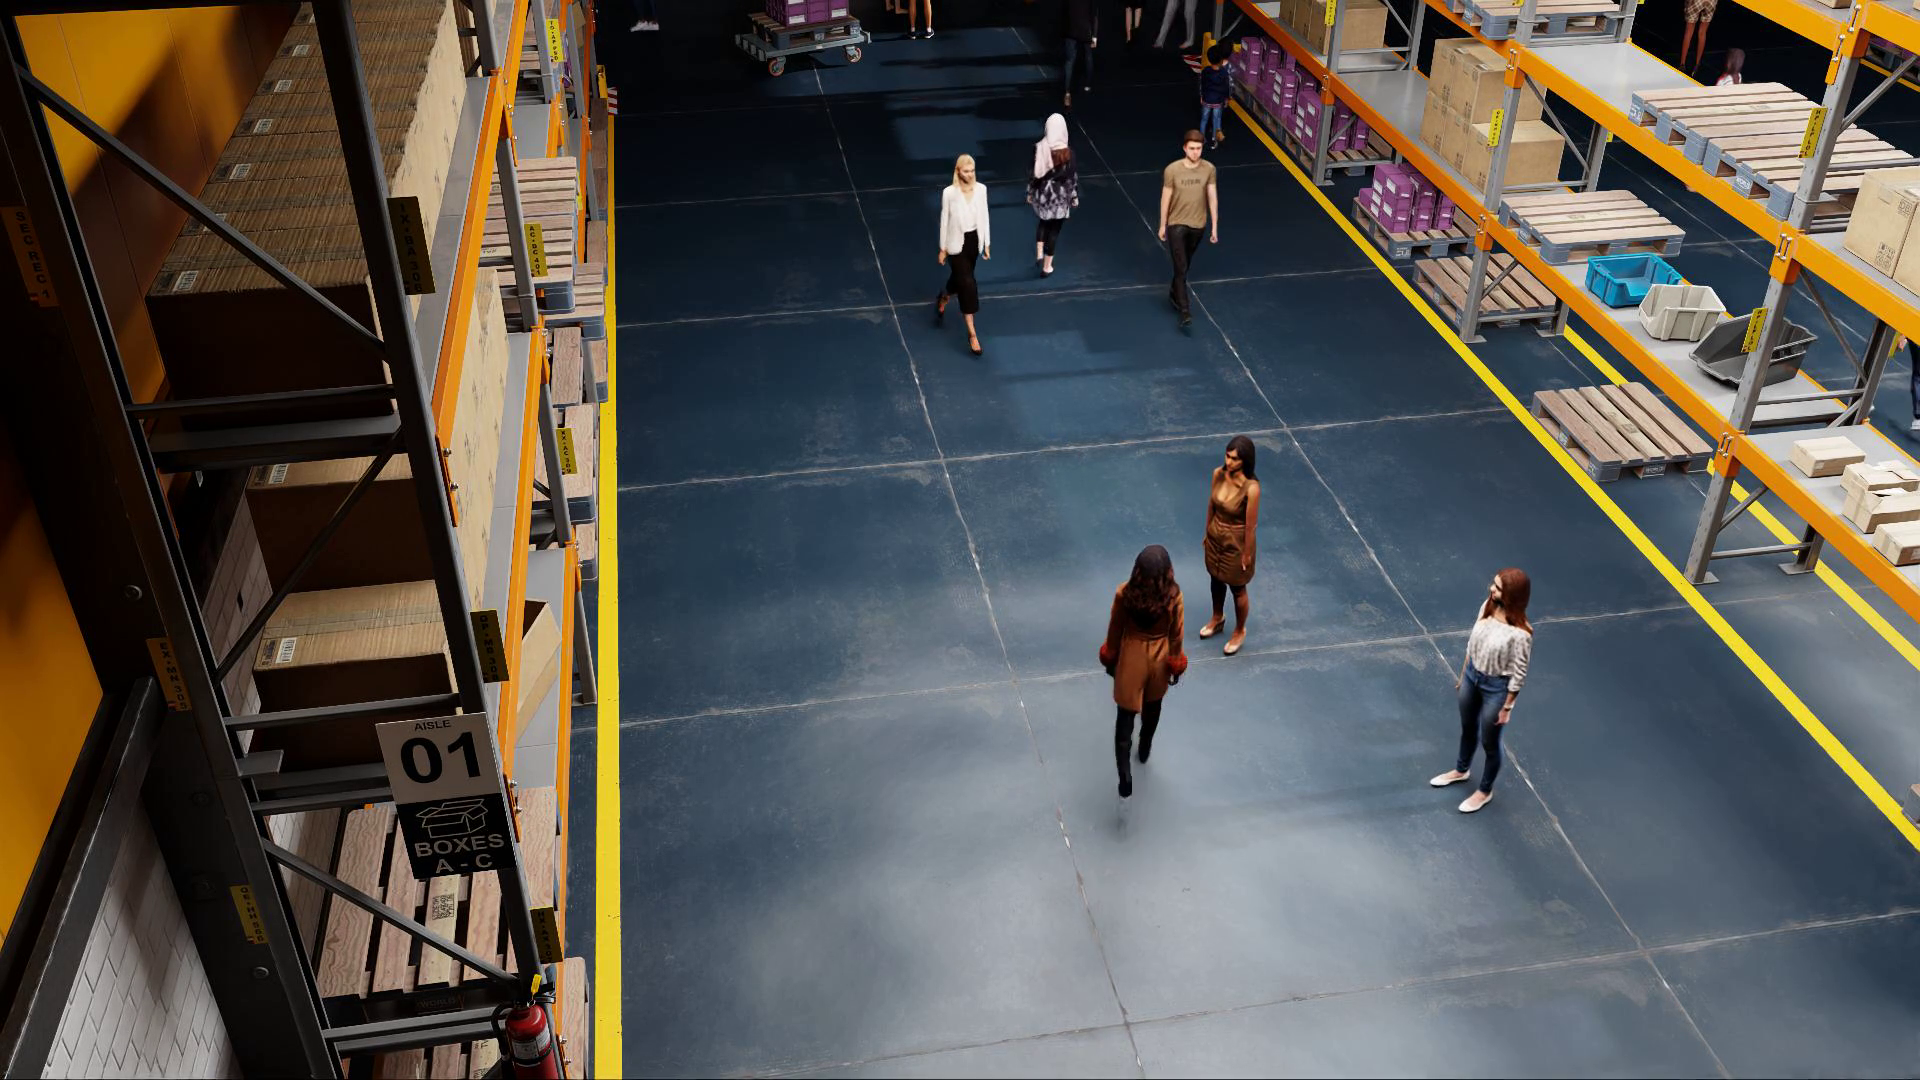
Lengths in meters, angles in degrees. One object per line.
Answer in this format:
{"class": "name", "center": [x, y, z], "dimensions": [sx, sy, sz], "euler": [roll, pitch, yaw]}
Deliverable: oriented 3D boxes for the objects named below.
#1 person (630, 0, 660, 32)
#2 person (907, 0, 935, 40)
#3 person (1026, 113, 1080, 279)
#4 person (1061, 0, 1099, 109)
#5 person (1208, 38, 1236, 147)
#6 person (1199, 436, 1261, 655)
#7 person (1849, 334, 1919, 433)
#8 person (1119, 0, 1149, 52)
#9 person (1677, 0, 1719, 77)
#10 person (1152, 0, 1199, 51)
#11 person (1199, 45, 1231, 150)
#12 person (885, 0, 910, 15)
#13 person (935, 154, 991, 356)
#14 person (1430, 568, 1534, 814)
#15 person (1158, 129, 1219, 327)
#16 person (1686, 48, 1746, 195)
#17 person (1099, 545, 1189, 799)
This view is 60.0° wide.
{"class": "person", "center": [-4.385, -8.017, 23.353], "dimensions": [0.700, 1.724, 0.572], "euler": [-4, 34, -6]}
{"class": "person", "center": [-0.567, -7.881, 23.099], "dimensions": [0.639, 1.780, 0.563], "euler": [-1, 34, -2]}
{"class": "person", "center": [0.872, -3.360, 16.457], "dimensions": [0.788, 1.603, 0.824], "euler": [14, 36, 20]}
{"class": "person", "center": [1.501, -6.274, 20.745], "dimensions": [1.047, 1.758, 1.208], "euler": [8, 34, 12]}
{"class": "person", "center": [3.086, -5.290, 19.695], "dimensions": [0.517, 1.232, 0.823], "euler": [-7, 34, -11]}
{"class": "person", "center": [1.837, 0.029, 11.286], "dimensions": [0.697, 1.683, 0.589], "euler": [-23, 40, -31]}
{"class": "person", "center": [7.934, -1.858, 13.980], "dimensions": [0.771, 1.843, 1.178], "euler": [-9, 35, -13]}
{"class": "person", "center": [2.408, -7.498, 22.560], "dimensions": [0.663, 1.738, 0.807], "euler": [-4, 34, -6]}
{"class": "person", "center": [9.665, -6.953, 21.691], "dimensions": [0.640, 1.792, 0.628], "euler": [3, 34, 4]}
{"class": "person", "center": [3.129, -7.511, 22.579], "dimensions": [1.000, 1.740, 1.019], "euler": [-26, 42, -34]}
{"class": "person", "center": [2.982, -5.231, 19.614], "dimensions": [0.596, 1.223, 0.627], "euler": [13, 36, 19]}
{"class": "person", "center": [-0.970, -8.510, 24.184], "dimensions": [0.724, 1.626, 0.632], "euler": [-22, 40, -30]}
{"class": "person", "center": [-0.005, -2.655, 15.203], "dimensions": [0.894, 1.817, 1.266], "euler": [-17, 37, -23]}
{"class": "person", "center": [3.179, 0.877, 9.969], "dimensions": [0.682, 1.728, 0.515], "euler": [-14, 36, -20]}
{"class": "person", "center": [2.125, -3.001, 15.728], "dimensions": [0.666, 1.811, 1.134], "euler": [-6, 34, -9]}
{"class": "person", "center": [8.369, -4.628, 18.356], "dimensions": [0.670, 1.612, 0.684], "euler": [-28, 43, -35]}
{"class": "person", "center": [1.112, 0.812, 10.091], "dimensions": [0.907, 1.701, 1.114], "euler": [6, 34, 8]}
